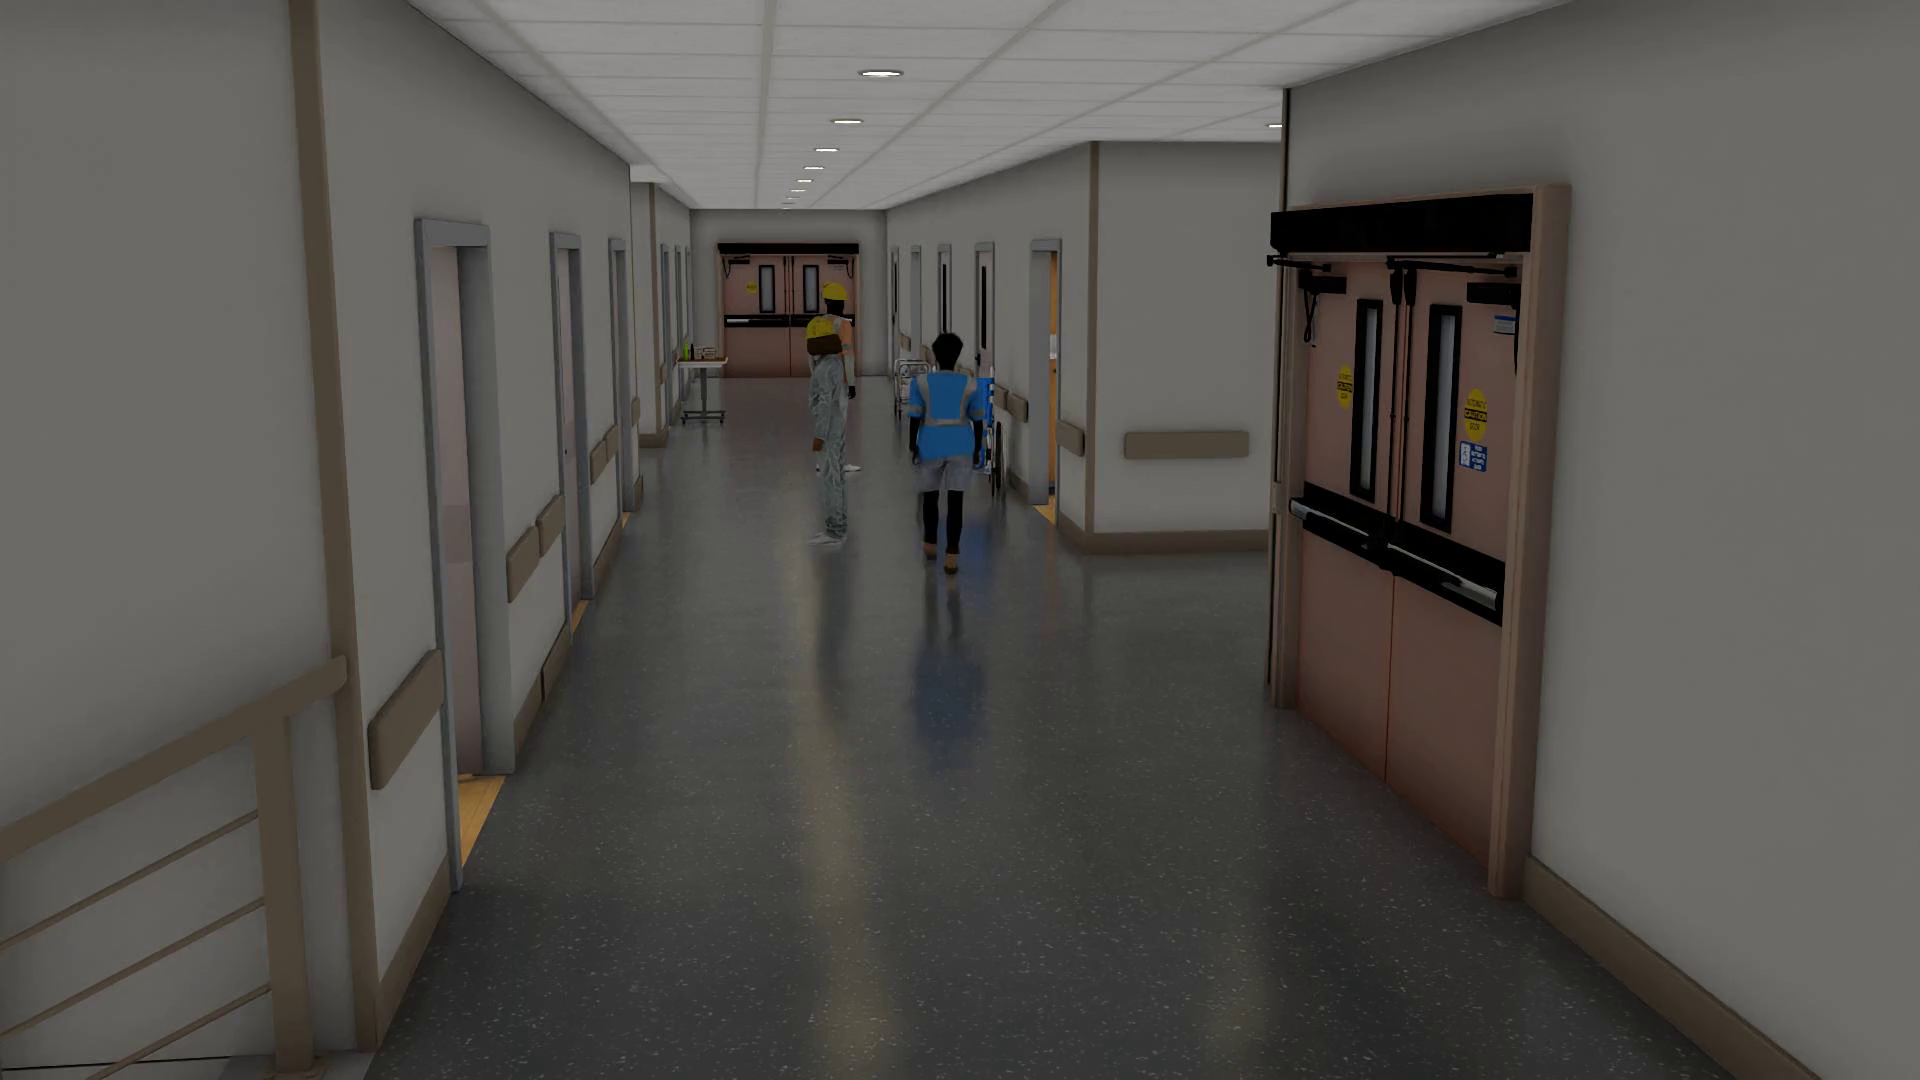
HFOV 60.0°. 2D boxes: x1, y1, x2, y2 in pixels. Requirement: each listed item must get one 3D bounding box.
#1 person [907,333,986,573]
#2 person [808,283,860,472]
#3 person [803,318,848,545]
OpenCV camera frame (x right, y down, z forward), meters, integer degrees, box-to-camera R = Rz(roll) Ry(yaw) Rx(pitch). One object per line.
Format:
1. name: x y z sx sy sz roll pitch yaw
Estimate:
1. person: -0.092 -0.632 11.801 0.549 1.654 0.831 0 10 0
2. person: -1.284 -1.652 16.981 0.594 1.926 0.367 8 13 41
3. person: -1.038 -0.826 12.735 0.311 1.735 0.483 1 10 8
